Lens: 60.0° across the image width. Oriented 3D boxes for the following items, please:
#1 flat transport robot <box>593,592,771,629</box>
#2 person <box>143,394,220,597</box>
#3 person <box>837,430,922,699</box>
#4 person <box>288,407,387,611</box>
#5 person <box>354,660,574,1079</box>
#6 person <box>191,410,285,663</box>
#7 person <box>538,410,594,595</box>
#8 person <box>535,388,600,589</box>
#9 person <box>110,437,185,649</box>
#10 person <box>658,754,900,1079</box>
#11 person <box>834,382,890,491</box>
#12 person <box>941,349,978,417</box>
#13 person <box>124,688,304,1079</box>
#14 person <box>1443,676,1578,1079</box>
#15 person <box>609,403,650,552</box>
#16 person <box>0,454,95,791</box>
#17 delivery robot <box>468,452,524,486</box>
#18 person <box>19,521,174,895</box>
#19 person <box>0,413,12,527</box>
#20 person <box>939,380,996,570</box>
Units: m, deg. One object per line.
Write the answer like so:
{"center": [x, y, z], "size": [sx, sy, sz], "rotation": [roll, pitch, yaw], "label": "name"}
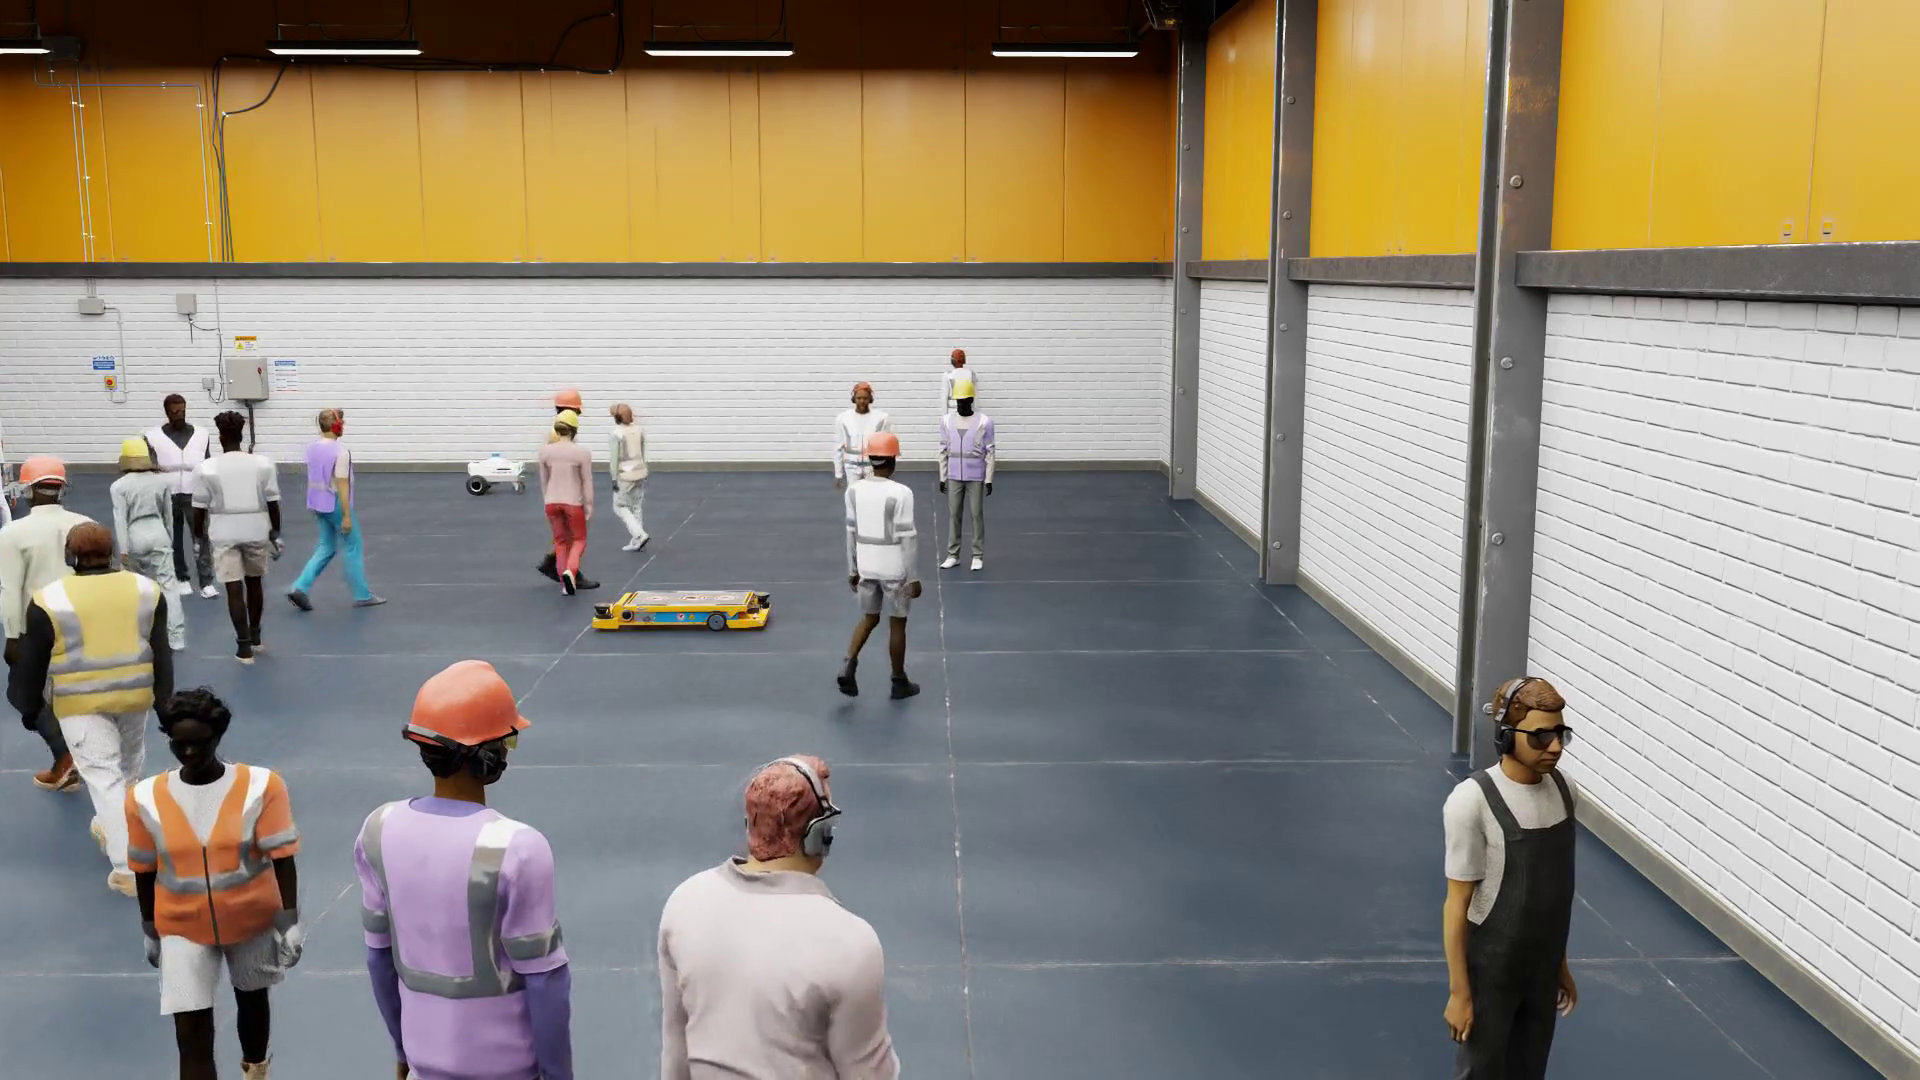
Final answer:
{"center": [-2.364, 0.590, 14.218], "size": [1.431, 0.197, 0.652], "rotation": [0, 9, -1], "label": "flat transport robot"}
{"center": [-7.126, -0.386, 15.271], "size": [0.611, 1.877, 0.907], "rotation": [-7, 12, -38], "label": "person"}
{"center": [-0.540, 0.195, 11.582], "size": [0.563, 1.922, 0.665], "rotation": [6, 11, 33], "label": "person"}
{"center": [-5.563, -0.269, 14.751], "size": [0.582, 1.821, 0.808], "rotation": [7, 12, 38], "label": "person"}
{"center": [-1.252, 1.318, 4.337], "size": [0.607, 2.044, 0.371], "rotation": [4, 10, 23], "label": "person"}
{"center": [-5.654, -0.042, 12.965], "size": [0.634, 1.940, 0.789], "rotation": [-7, 11, -35], "label": "person"}
{"center": [-3.644, -0.322, 15.325], "size": [0.522, 1.744, 0.556], "rotation": [1, 9, 6], "label": "person"}
{"center": [-3.711, -0.476, 15.694], "size": [0.511, 1.923, 0.571], "rotation": [-2, 9, -11], "label": "person"}
{"center": [-6.537, 0.024, 13.342], "size": [0.915, 1.688, 0.501], "rotation": [8, 12, 39], "label": "person"}
{"center": [-0.435, 1.456, 3.970], "size": [0.660, 1.893, 0.459], "rotation": [8, 12, 39], "label": "person"}
{"center": [-1.009, -0.698, 17.241], "size": [0.590, 1.870, 0.421], "rotation": [0, 9, -1], "label": "person"}
{"center": [-0.013, -1.820, 24.084], "size": [0.578, 1.878, 0.342], "rotation": [-4, 10, -23], "label": "person"}
{"center": [-2.501, 1.302, 5.613], "size": [0.543, 1.645, 0.875], "rotation": [-3, 10, -18], "label": "person"}
{"center": [1.659, 1.308, 5.003], "size": [0.513, 1.845, 0.334], "rotation": [-6, 11, -31], "label": "person"}
{"center": [-3.496, -0.652, 17.702], "size": [0.433, 1.619, 0.556], "rotation": [6, 11, 31], "label": "person"}
{"center": [-5.206, 0.496, 9.575], "size": [0.487, 1.974, 0.627], "rotation": [4, 10, 25], "label": "person"}
{"center": [-6.262, -0.942, 22.458], "size": [0.707, 0.478, 0.477], "rotation": [-1, 9, -7], "label": "delivery robot"}
{"center": [-4.290, 0.801, 8.249], "size": [0.936, 1.792, 0.639], "rotation": [9, 13, 43], "label": "person"}
{"center": [-10.454, -0.796, 17.867], "size": [0.315, 1.860, 0.509], "rotation": [0, 9, 0], "label": "person"}
{"center": [0.060, -0.652, 16.768], "size": [0.590, 1.926, 0.388], "rotation": [3, 10, 20], "label": "person"}
